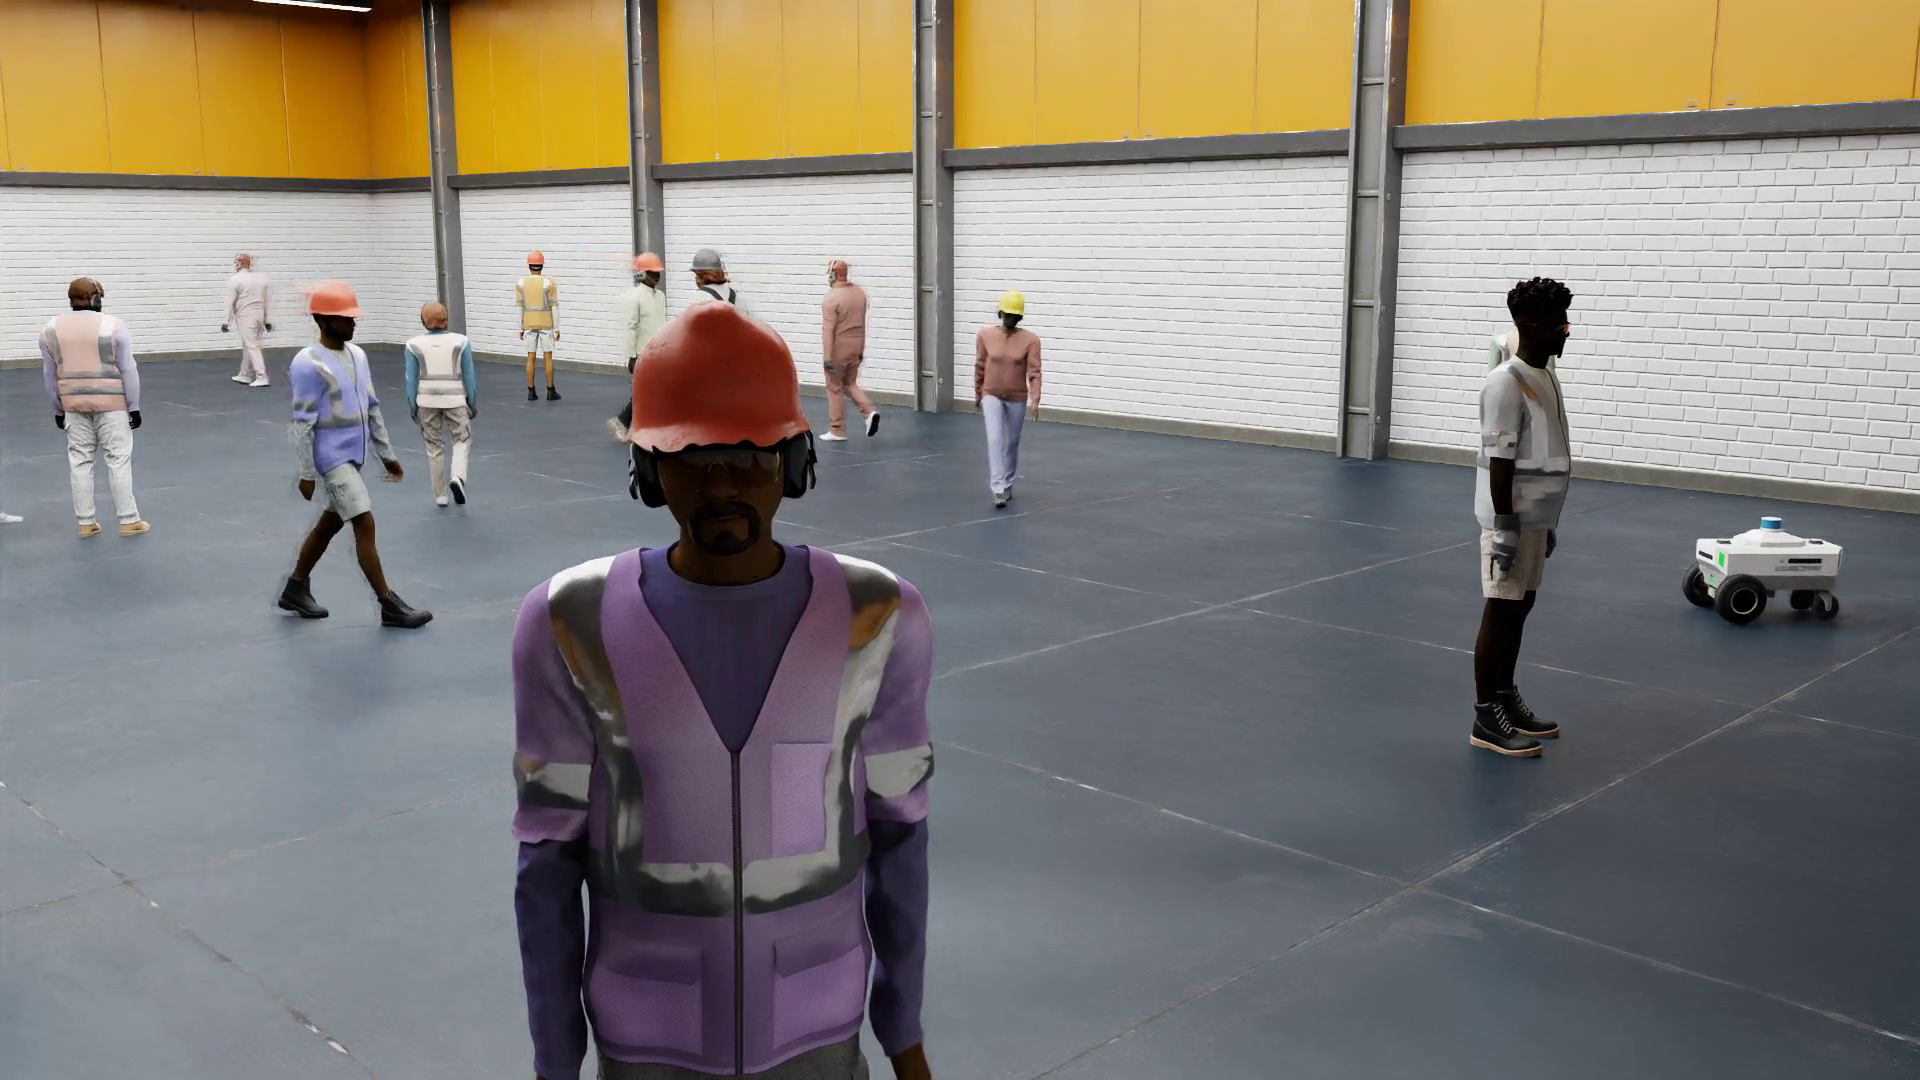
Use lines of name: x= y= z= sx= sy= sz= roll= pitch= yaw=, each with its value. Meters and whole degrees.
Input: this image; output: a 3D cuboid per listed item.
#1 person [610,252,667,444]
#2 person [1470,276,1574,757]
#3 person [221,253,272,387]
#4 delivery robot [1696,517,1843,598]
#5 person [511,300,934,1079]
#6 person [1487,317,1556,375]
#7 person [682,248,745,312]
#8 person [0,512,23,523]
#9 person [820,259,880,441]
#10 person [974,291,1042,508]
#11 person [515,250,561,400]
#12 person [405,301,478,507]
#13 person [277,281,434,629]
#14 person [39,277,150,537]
person: x=-3.176 y=-1.898 z=16.714 sx=0.895 sy=1.968 sz=0.622 roll=4 pitch=11 yaw=22
person: x=2.337 y=-0.103 z=6.908 sx=0.367 sy=1.966 sz=0.607 roll=7 pitch=12 yaw=33
person: x=-10.175 y=-3.108 z=23.558 sx=0.922 sy=1.868 sz=0.671 roll=4 pitch=11 yaw=19
delivery robot: x=4.528 y=0.115 z=9.316 sx=0.707 sy=0.478 sz=0.477 roll=0 pitch=10 yaw=0
person: x=-0.324 y=0.684 z=2.407 sx=0.605 sy=2.044 sz=0.374 roll=-2 pitch=11 yaw=-13
person: x=4.420 y=-1.077 z=13.132 sx=0.517 sy=1.635 sz=0.312 roll=2 pitch=11 yaw=12
person: x=-2.135 y=-1.510 z=14.376 sx=0.638 sy=2.000 sz=0.689 roll=7 pitch=13 yaw=34
person: x=-7.329 y=-1.025 z=12.151 sx=0.602 sy=1.899 sz=0.599 roll=-4 pitch=11 yaw=-21
person: x=-1.181 y=-1.946 z=17.158 sx=0.578 sy=1.890 sz=0.670 roll=7 pitch=13 yaw=35
person: x=0.372 y=-1.099 z=13.053 sx=0.533 sy=1.689 sz=0.915 roll=1 pitch=10 yaw=3
person: x=-5.451 y=-2.773 z=21.529 sx=0.551 sy=1.941 sz=0.340 roll=0 pitch=10 yaw=1
person: x=-4.037 y=-1.045 z=12.953 sx=0.534 sy=1.624 sz=0.476 roll=-3 pitch=11 yaw=-14
person: x=-3.396 y=-0.462 z=9.089 sx=0.989 sy=1.895 sz=0.563 roll=2 pitch=11 yaw=11
person: x=-6.118 y=-0.932 z=11.790 sx=0.621 sy=1.837 sz=0.429 roll=-1 pitch=10 yaw=-5
